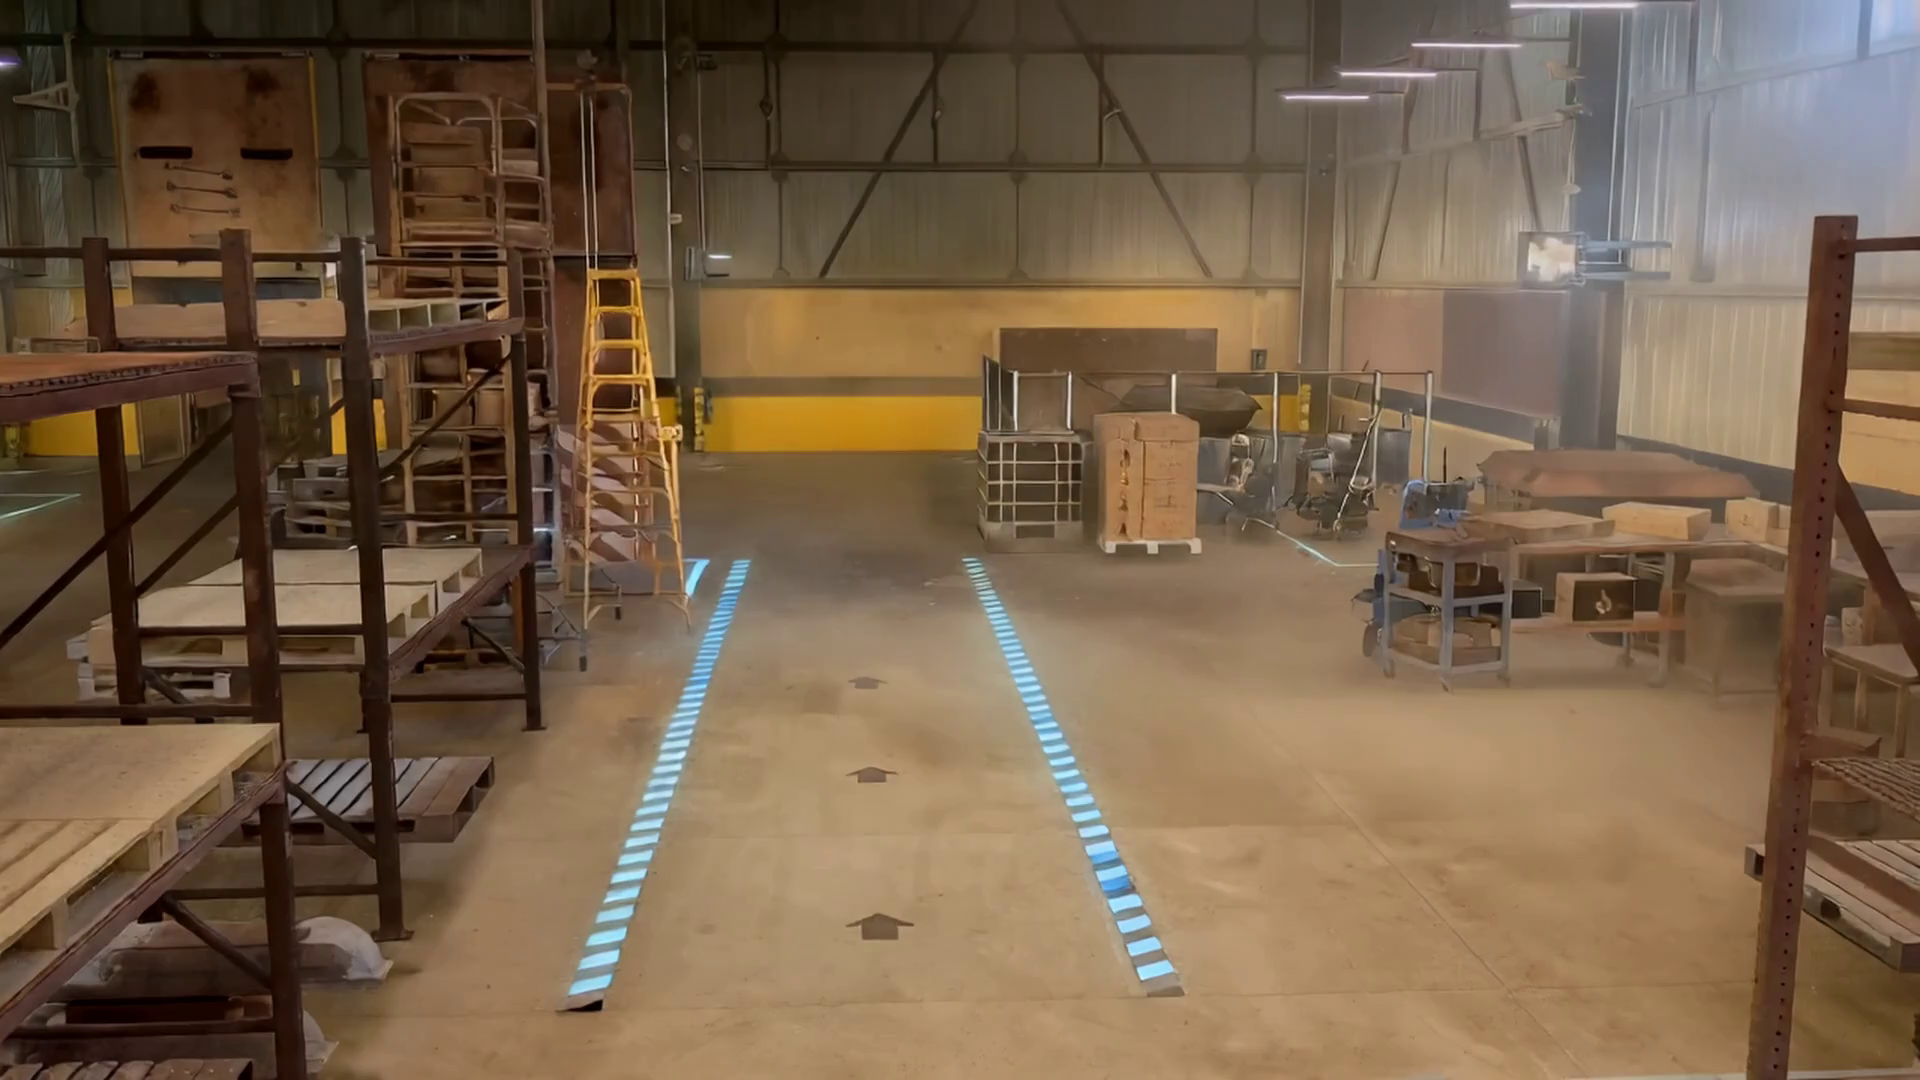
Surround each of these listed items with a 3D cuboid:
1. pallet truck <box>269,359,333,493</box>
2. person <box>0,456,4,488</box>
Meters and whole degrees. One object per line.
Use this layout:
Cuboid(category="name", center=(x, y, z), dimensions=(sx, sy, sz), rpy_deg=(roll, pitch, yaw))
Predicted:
Cuboid(category="pallet truck", center=(-7.062, -1.131, 18.996), dimensions=(1.885, 1.965, 0.823), rpy_deg=(2, 9, 13))
Cuboid(category="person", center=(-13.196, -1.645, 22.450), dimensions=(0.544, 1.929, 0.386), rpy_deg=(8, 12, 41))
